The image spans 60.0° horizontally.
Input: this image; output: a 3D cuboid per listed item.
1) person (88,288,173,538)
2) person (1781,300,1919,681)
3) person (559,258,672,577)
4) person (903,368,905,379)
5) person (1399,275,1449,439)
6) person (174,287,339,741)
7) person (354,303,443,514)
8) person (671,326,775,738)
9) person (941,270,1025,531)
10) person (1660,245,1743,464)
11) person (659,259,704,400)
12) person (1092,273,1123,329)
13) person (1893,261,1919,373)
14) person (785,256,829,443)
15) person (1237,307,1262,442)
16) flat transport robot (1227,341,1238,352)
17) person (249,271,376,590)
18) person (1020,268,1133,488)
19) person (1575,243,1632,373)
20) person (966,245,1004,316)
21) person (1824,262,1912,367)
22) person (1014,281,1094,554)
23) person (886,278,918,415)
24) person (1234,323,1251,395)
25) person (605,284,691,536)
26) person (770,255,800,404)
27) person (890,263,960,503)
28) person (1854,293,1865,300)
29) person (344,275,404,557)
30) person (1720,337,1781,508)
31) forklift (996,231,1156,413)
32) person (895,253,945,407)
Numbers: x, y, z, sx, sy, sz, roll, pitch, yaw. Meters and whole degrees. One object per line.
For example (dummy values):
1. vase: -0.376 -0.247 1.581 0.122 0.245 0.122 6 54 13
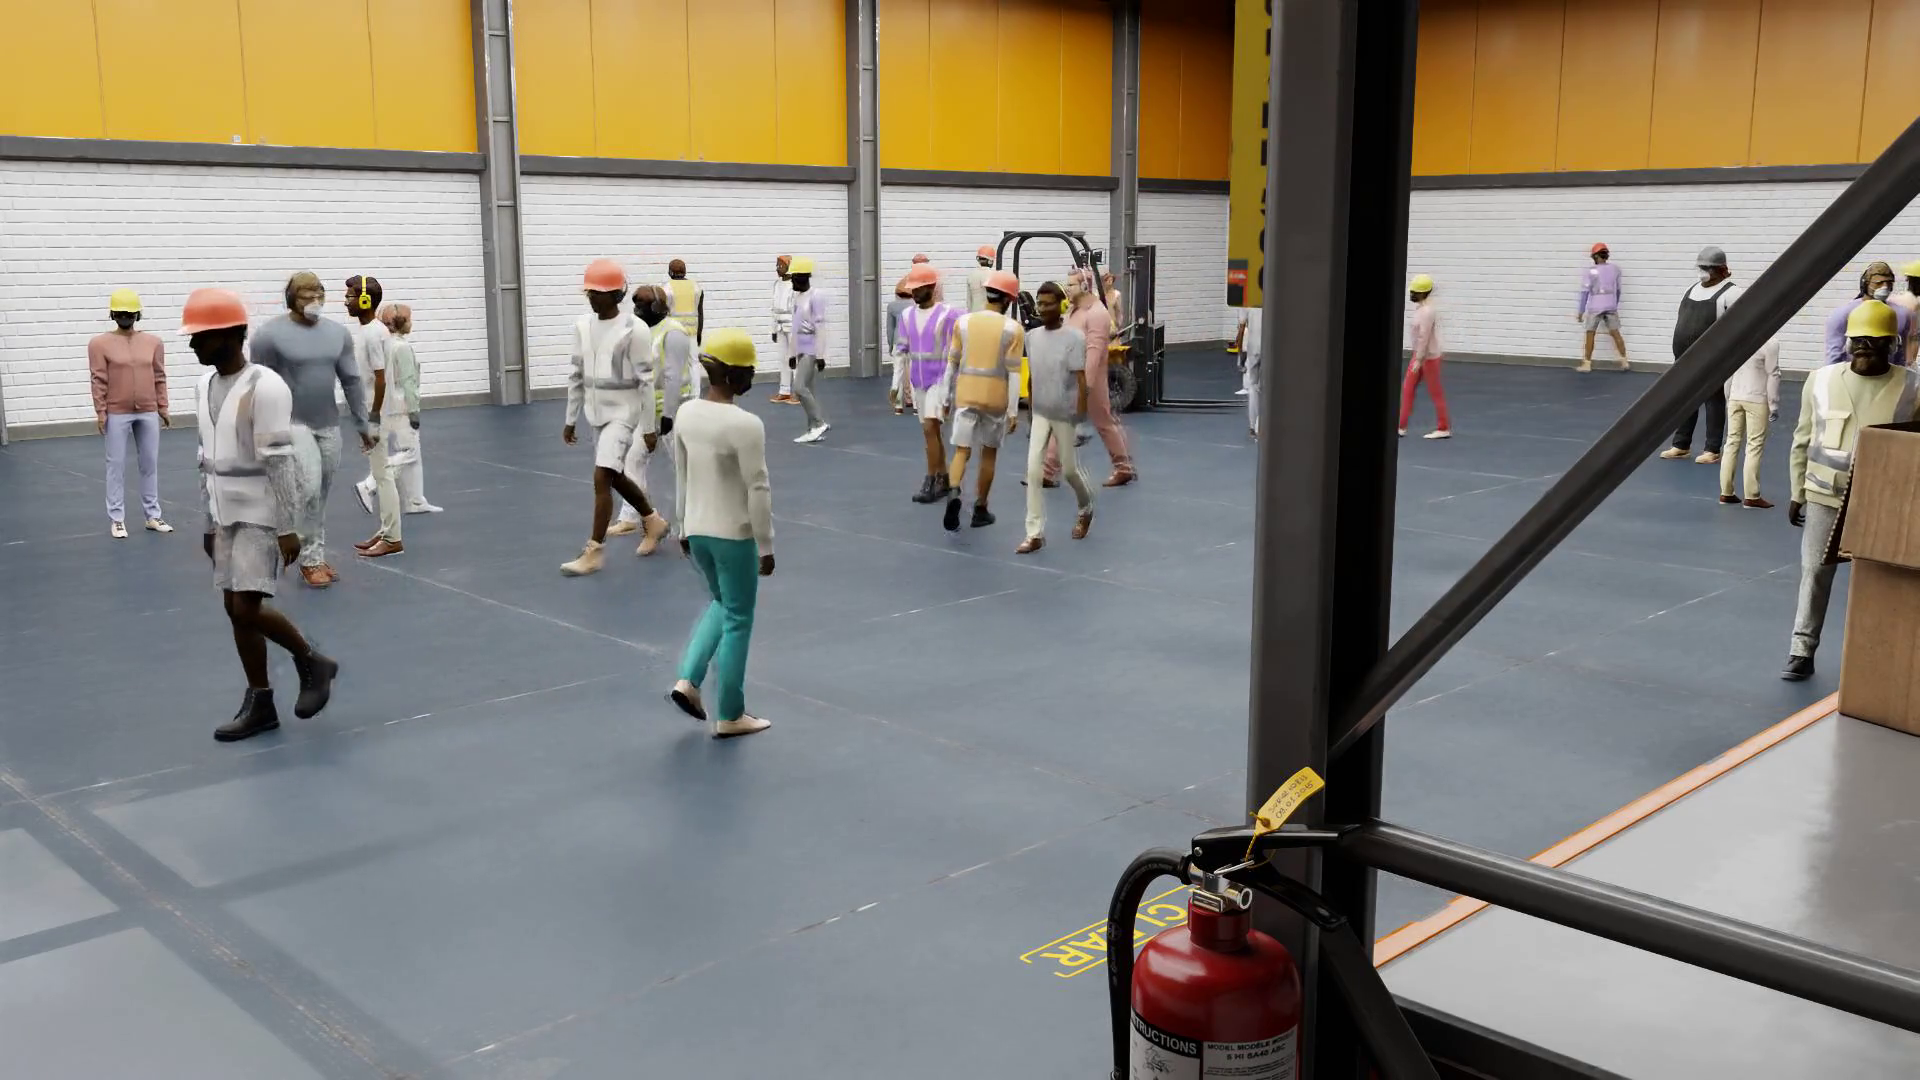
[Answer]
1. person: -5.881 -0.904 11.831 0.329 1.765 0.525 9 14 42
2. person: 4.231 -0.211 7.860 0.587 1.835 0.404 7 13 34
3. person: -2.181 -0.802 10.663 0.646 1.997 0.986 7 12 33
4. person: -0.637 -3.227 24.700 0.532 1.691 0.318 4 11 19
5. person: 4.784 -1.897 17.351 0.801 1.717 0.548 -1 10 -4
6. person: -2.997 -0.102 7.021 0.581 1.920 0.482 7 12 32
7. person: -4.269 -0.970 12.559 0.608 1.622 0.525 -6 12 -32
8. person: -0.979 -0.026 7.061 0.551 1.751 0.377 9 14 41
9. person: 0.134 -0.980 11.905 0.640 1.888 0.789 3 11 16
10. person: 6.972 -1.743 15.650 0.538 2.000 0.684 -5 12 -27
11. person: -3.465 -2.539 20.534 0.625 1.843 0.430 -7 13 -34
12. person: 2.189 -3.281 25.321 0.520 1.566 0.934 -3 11 -13
13. person: 9.533 -1.847 16.666 0.992 1.869 0.606 3 11 17
14. person: -1.586 -1.934 17.023 0.425 1.911 0.619 -5 12 -28
15. person: 3.157 -1.947 17.341 0.520 1.835 0.845 4 11 22
16. flat transport robot: 5.576 -3.517 30.151 1.431 0.197 0.652 2 11 10
17. person: -3.916 -0.660 10.068 0.607 1.910 0.659 7 13 35
18. person: 1.045 -1.355 14.037 0.989 1.861 0.651 -5 11 -25
19. person: 10.030 -3.589 25.822 0.851 2.009 0.617 -1 10 -5
20. person: 0.363 -3.050 22.898 0.609 1.997 0.375 8 13 37
21. person: 6.685 -1.078 12.300 0.632 1.938 0.359 -1 10 -6
22. person: 0.688 -0.854 11.379 0.527 1.840 0.892 6 12 31
23. person: -0.630 -2.304 19.818 0.499 1.632 0.285 4 11 20
24. person: 3.904 -2.768 22.332 0.310 1.640 0.516 10 14 43
25. person: -2.105 -0.946 11.977 0.615 1.799 0.950 10 14 44
26. person: -2.178 -2.663 21.092 0.578 1.882 0.346 10 14 43
27. person: -0.304 -1.250 13.315 0.574 1.903 0.781 8 13 36
28. person: 7.248 -1.156 13.380 0.318 1.700 0.535 -1 10 -6
29. person: -3.924 -0.822 11.094 0.329 1.872 0.508 -4 11 -20
30. person: 6.217 -1.067 13.065 0.280 1.636 0.500 -4 11 -23
31. forklift: 1.222 -2.721 20.561 2.313 2.155 1.214 2 11 13
32. person: -0.470 -2.595 20.646 0.651 1.912 0.409 4 11 19
